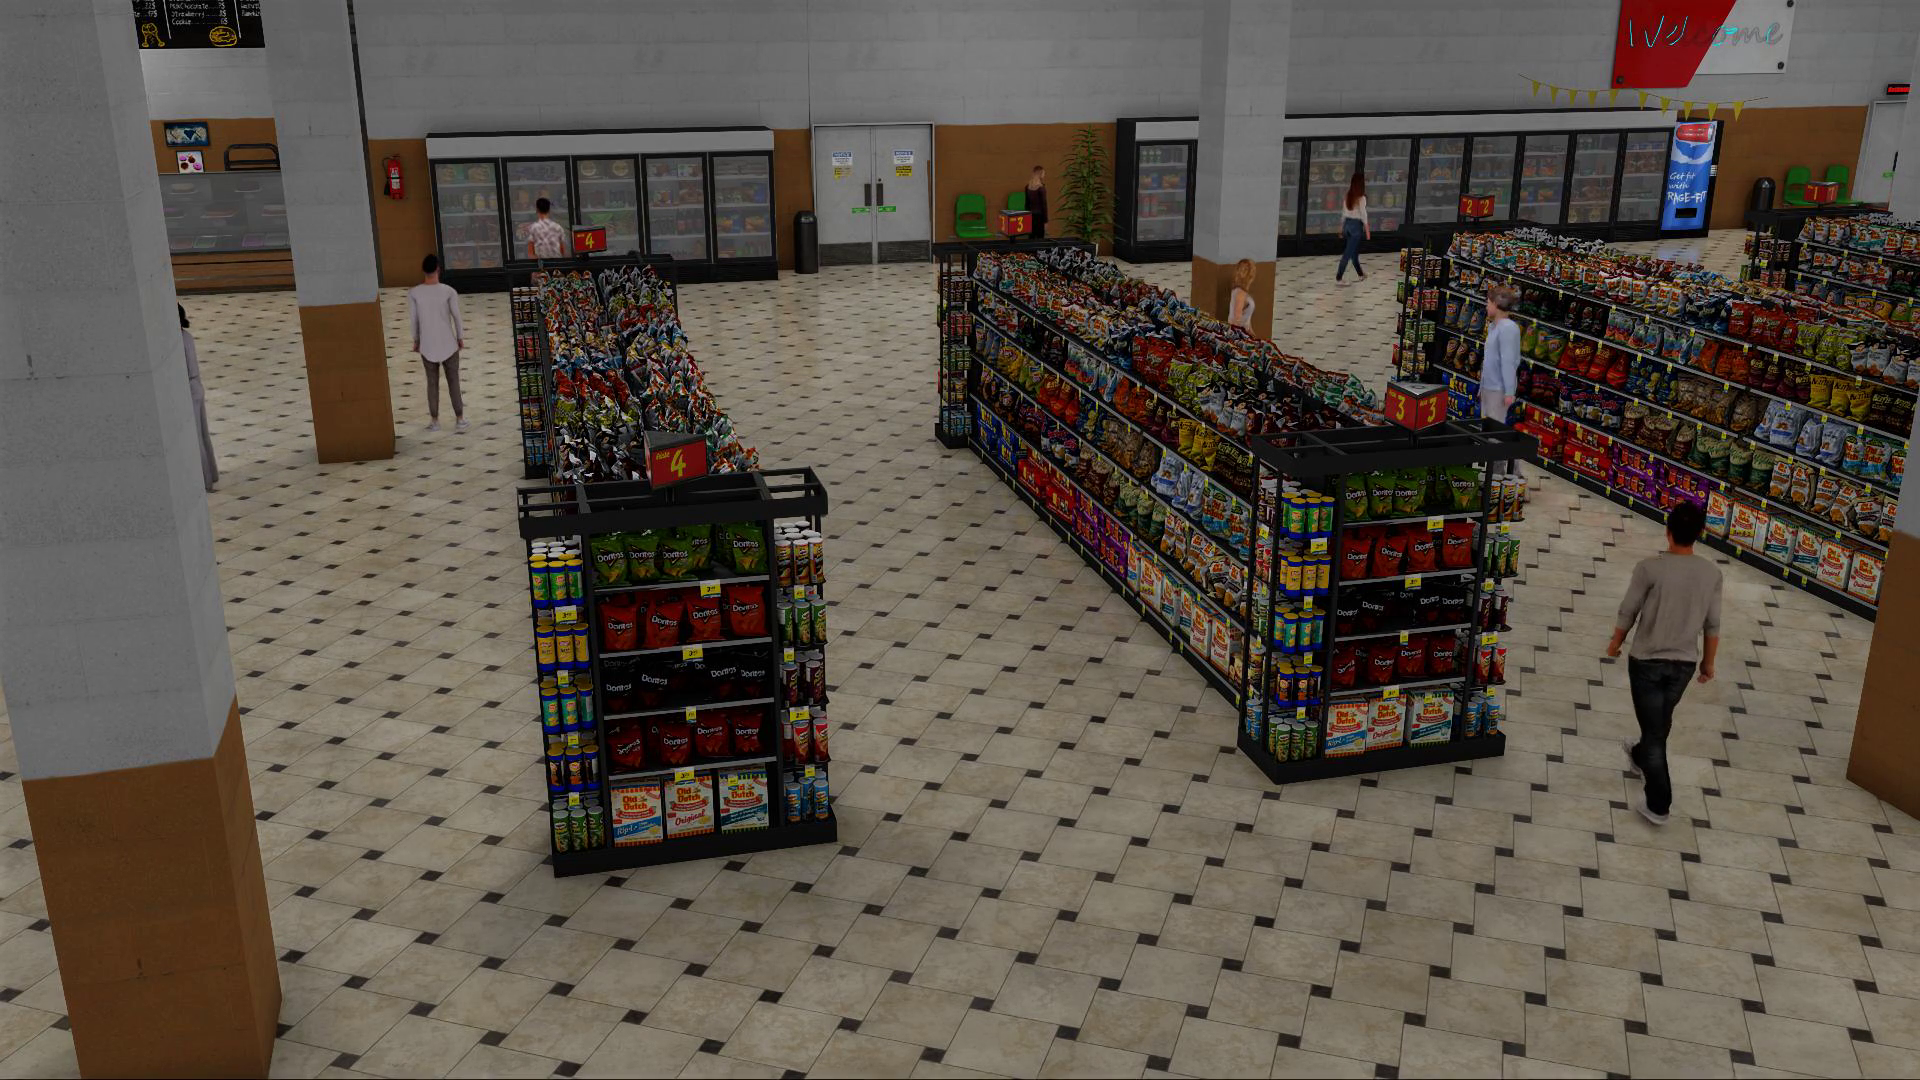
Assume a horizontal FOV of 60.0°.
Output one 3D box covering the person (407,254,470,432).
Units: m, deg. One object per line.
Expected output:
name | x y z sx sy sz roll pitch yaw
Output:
person | -5.430 -2.062 17.306 0.674 1.840 0.544 -4 19 -11

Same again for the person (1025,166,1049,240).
person | 1.208 -5.103 26.538 0.736 1.705 0.597 -16 24 -39

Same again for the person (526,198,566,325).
person | -5.353 -3.517 21.716 0.850 1.781 1.124 -10 21 -28

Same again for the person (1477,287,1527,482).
person | 4.942 -1.336 15.125 0.955 1.859 0.769 -2 19 -5

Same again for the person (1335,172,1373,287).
person | 5.935 -4.724 25.427 0.798 1.696 1.012 -9 21 -25

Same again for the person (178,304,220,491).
person | -7.101 -1.326 15.287 0.713 1.736 0.486 -3 19 -10

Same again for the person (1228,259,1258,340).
person | 2.918 -2.208 18.072 0.784 1.628 1.029 0 19 -1

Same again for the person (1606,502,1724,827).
person | 3.912 0.717 9.161 0.836 1.779 1.147 0 19 -1
